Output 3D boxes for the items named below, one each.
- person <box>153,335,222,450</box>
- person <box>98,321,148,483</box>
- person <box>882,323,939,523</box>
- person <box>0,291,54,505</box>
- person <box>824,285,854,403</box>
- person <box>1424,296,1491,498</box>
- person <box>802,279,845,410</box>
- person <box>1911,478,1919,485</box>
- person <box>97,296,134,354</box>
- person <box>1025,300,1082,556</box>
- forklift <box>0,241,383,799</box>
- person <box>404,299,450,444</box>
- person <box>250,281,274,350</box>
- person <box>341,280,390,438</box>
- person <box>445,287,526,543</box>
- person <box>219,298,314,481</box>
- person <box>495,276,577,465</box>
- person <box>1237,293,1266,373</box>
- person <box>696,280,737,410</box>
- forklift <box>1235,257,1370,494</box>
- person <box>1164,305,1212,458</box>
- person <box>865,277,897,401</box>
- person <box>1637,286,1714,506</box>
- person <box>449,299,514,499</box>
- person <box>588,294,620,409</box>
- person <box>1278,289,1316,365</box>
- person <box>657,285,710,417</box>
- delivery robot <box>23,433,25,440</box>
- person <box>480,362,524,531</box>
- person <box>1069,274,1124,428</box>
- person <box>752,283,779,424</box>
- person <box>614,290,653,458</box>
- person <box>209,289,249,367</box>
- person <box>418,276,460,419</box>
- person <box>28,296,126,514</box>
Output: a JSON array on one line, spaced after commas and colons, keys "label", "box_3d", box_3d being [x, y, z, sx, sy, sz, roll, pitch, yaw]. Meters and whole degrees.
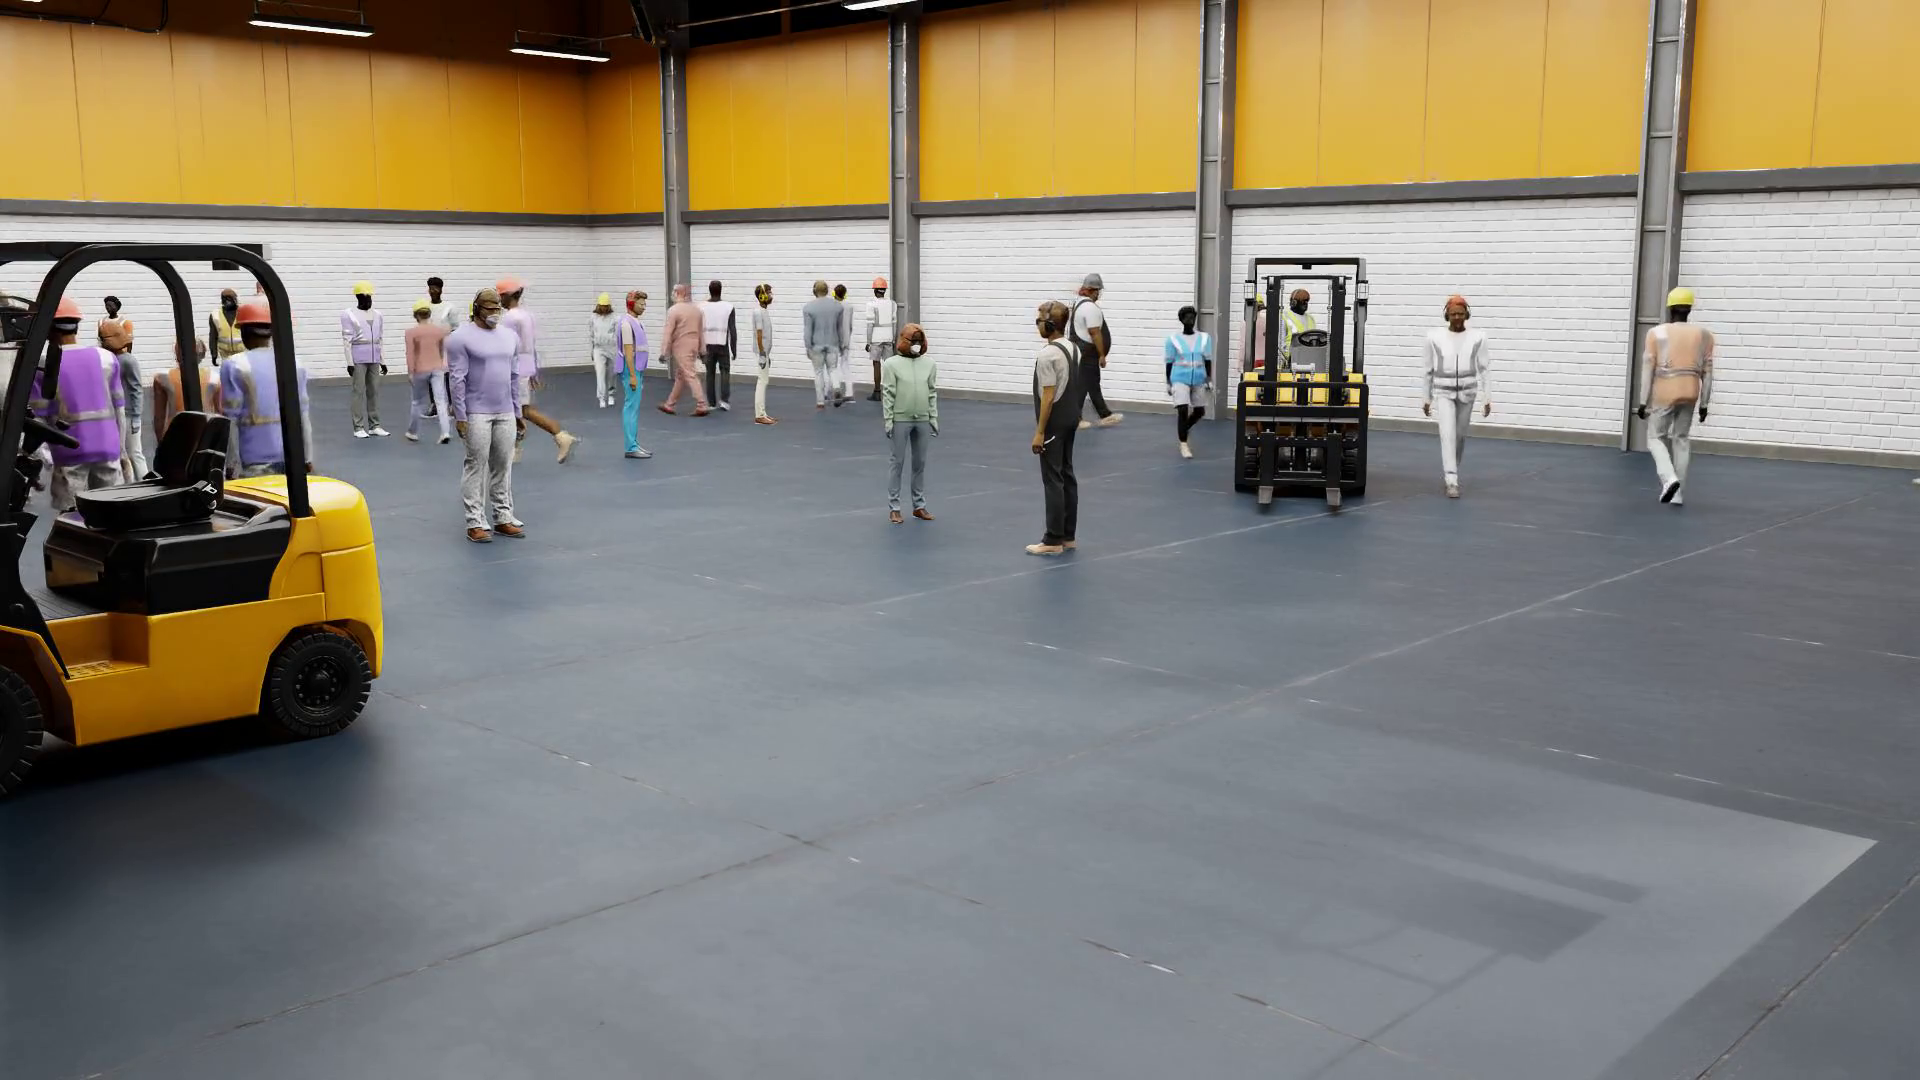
[{"label": "person", "box_3d": [-5.626, -0.712, 12.197, 0.510, 1.604, 0.830, -4, 10, -25]}, {"label": "person", "box_3d": [-7.079, -1.024, 14.034, 0.503, 1.631, 0.282, 6, 11, 33]}, {"label": "person", "box_3d": [-0.404, -0.959, 13.639, 0.497, 1.633, 0.289, -5, 11, -30]}, {"label": "person", "box_3d": [-8.104, -1.224, 14.429, 0.741, 1.917, 0.633, -2, 9, -11]}, {"label": "person", "box_3d": [-1.934, -3.049, 25.868, 0.586, 1.821, 0.796, -8, 12, -40]}, {"label": "person", "box_3d": [4.589, -1.343, 15.395, 0.594, 1.841, 1.008, 2, 9, 11]}, {"label": "person", "box_3d": [-1.963, -2.830, 24.224, 0.646, 1.922, 0.562, -3, 10, -20]}, {"label": "person", "box_3d": [9.551, -1.462, 15.606, 0.844, 2.018, 0.623, 5, 11, 30]}, {"label": "person", "box_3d": [-11.837, -2.570, 23.314, 0.535, 1.700, 0.318, 1, 9, 7]}, {"label": "person", "box_3d": [0.680, -0.804, 12.039, 0.346, 1.847, 0.506, 5, 11, 29]}, {"label": "forklift", "box_3d": [-3.706, -0.171, 7.093, 1.214, 2.155, 2.313, 9, 13, 43]}, {"label": "person", "box_3d": [-6.353, -2.006, 19.827, 0.511, 1.709, 0.937, -7, 11, -36]}, {"label": "person", "box_3d": [-11.380, -3.316, 27.268, 0.643, 1.905, 0.400, 5, 11, 30]}, {"label": "person", "box_3d": [-7.321, -2.226, 20.498, 0.359, 1.930, 0.588, 5, 11, 30]}, {"label": "person", "box_3d": [-3.590, -0.954, 12.691, 0.373, 1.935, 0.628, 7, 12, 38]}, {"label": "person", "box_3d": [-4.213, -0.536, 10.246, 0.836, 1.903, 0.551, 7, 12, 37]}, {"label": "person", "box_3d": [-4.546, -1.768, 17.486, 0.949, 2.003, 0.625, 0, 9, 1]}, {"label": "person", "box_3d": [3.807, -2.310, 21.520, 0.533, 1.767, 0.326, -5, 10, -28]}, {"label": "person", "box_3d": [-3.581, -2.852, 24.422, 0.601, 1.928, 0.393, 0, 9, 2]}, {"label": "forklift", "box_3d": [3.309, -1.629, 16.029, 1.214, 2.155, 2.313, 2, 9, 11]}, {"label": "person", "box_3d": [2.499, -1.755, 18.376, 0.538, 1.676, 0.614, -2, 9, -10]}, {"label": "person", "box_3d": [-1.255, -3.155, 26.171, 0.547, 1.938, 0.359, -7, 11, -35]}, {"label": "person", "box_3d": [6.230, -1.241, 14.487, 0.628, 1.916, 0.535, 0, 9, -1]}, {"label": "person", "box_3d": [-4.245, -1.259, 14.868, 0.600, 1.831, 0.404, -5, 10, -27]}, {"label": "person", "box_3d": [-5.325, -2.848, 25.032, 0.497, 1.697, 0.922, -1, 9, -7]}, {"label": "person", "box_3d": [3.957, -2.025, 19.550, 0.626, 1.842, 0.429, -7, 11, -36]}, {"label": "person", "box_3d": [-3.909, -2.664, 23.474, 1.007, 1.851, 0.684, 5, 10, 27]}, {"label": "delivery robot", "box_3d": [-10.040, -1.104, 17.540, 0.477, 0.478, 0.707, -5, 11, -29]}, {"label": "person", "box_3d": [-3.710, -0.898, 13.256, 0.315, 1.636, 0.515, 8, 12, 41]}, {"label": "person", "box_3d": [1.771, -2.465, 21.624, 0.831, 2.000, 0.701, -2, 9, -10]}, {"label": "person", "box_3d": [-2.610, -2.484, 22.249, 0.317, 1.876, 0.531, 0, 9, -1]}, {"label": "person", "box_3d": [-3.598, -1.817, 18.270, 0.389, 1.837, 0.563, -1, 9, -5]}, {"label": "person", "box_3d": [-10.071, -2.576, 23.079, 0.635, 1.785, 0.970, -2, 9, -10]}, {"label": "person", "box_3d": [-7.224, -2.655, 23.014, 0.611, 1.966, 0.362, 2, 9, 11]}, {"label": "person", "box_3d": [-5.355, -0.519, 10.084, 0.455, 1.910, 0.567, 9, 13, 43]}]
